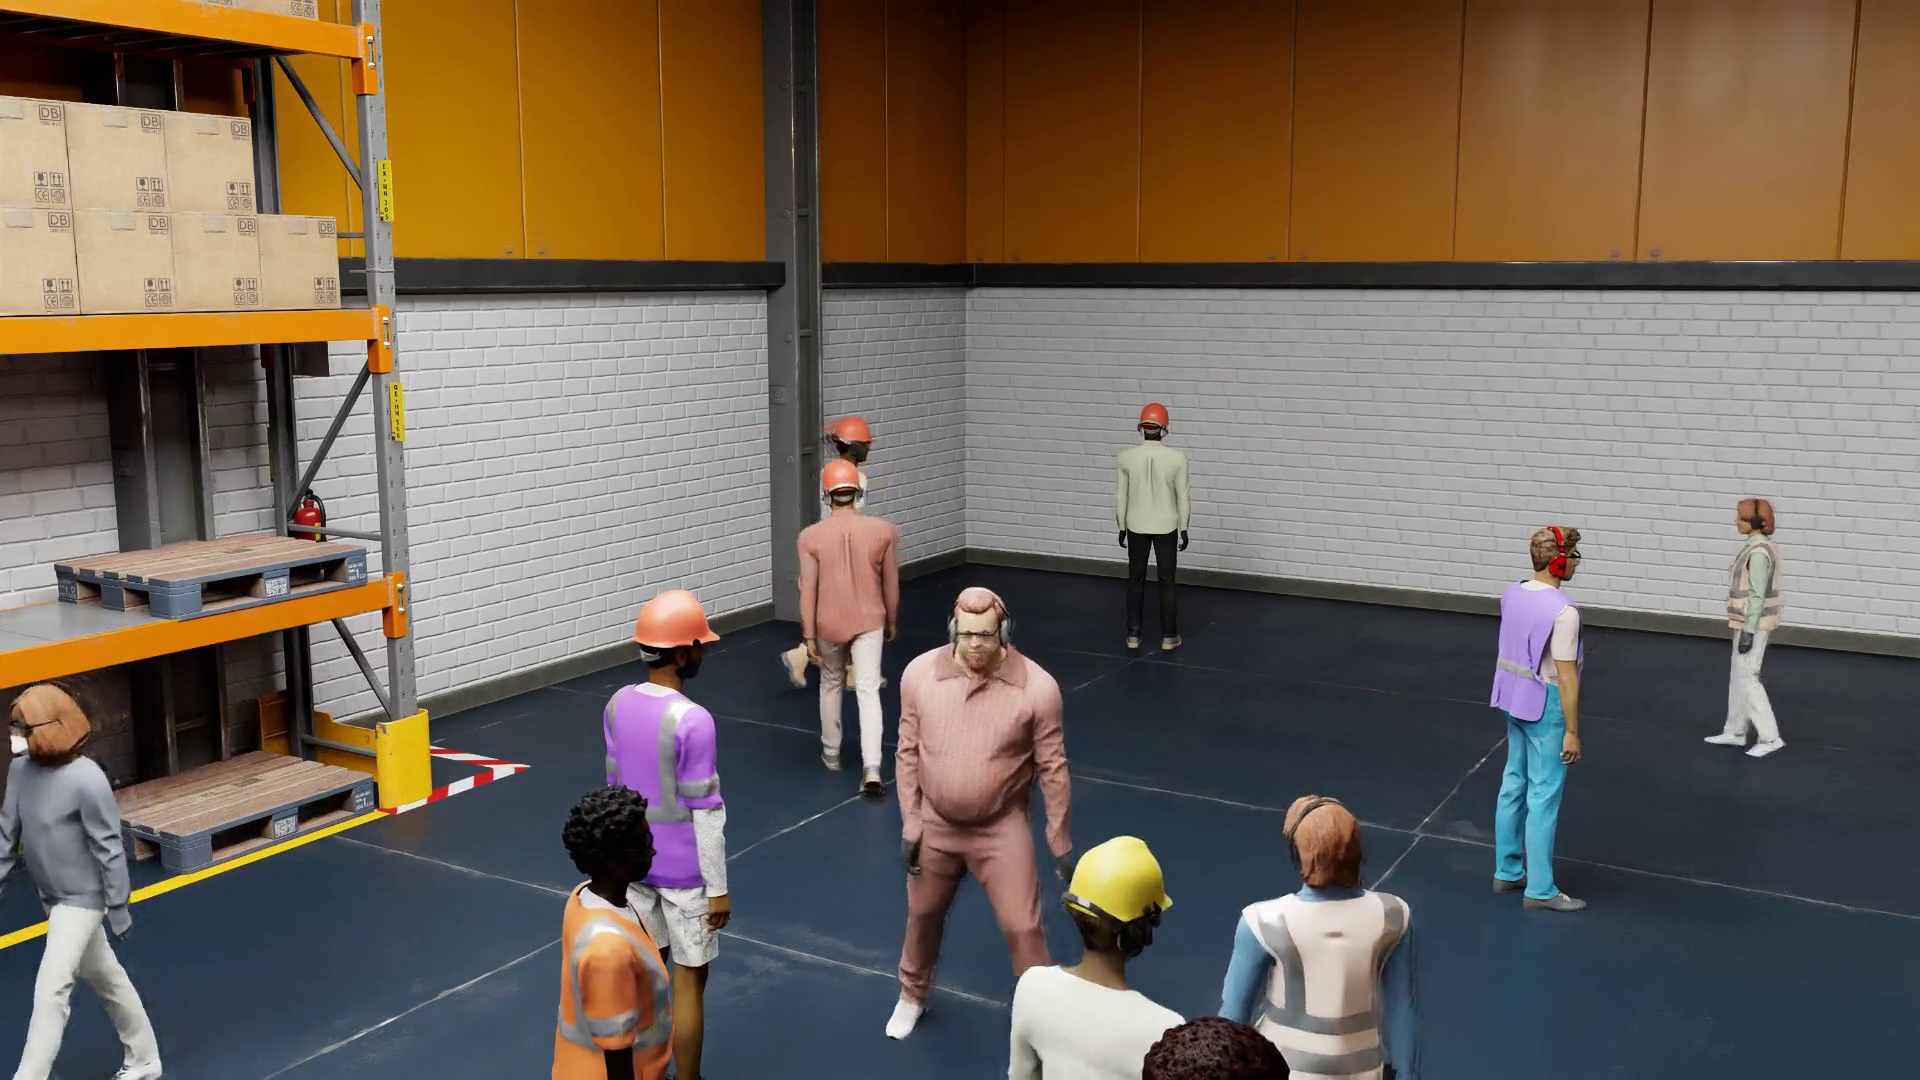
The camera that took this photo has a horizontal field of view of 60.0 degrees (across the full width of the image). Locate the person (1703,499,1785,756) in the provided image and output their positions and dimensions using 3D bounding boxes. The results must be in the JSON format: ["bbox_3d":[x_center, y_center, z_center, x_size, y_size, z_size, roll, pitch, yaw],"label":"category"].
[{"bbox_3d":[5.006,0.555,10.475,0.473,1.635,0.523,4,10,22],"label":"person"}]

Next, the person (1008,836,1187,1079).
[{"bbox_3d":[0.284,1.551,3.818,0.499,1.751,0.547,-8,12,-41],"label":"person"}]

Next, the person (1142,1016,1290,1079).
[{"bbox_3d":[0.351,1.664,2.618,0.393,1.919,0.589,-1,9,-6],"label":"person"}]

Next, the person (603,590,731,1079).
[{"bbox_3d":[-0.999,1.132,5.875,0.552,1.937,0.356,8,12,41],"label":"person"}]

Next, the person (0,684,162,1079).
[{"bbox_3d":[-3.236,1.306,5.861,0.501,1.593,0.842,7,11,35],"label":"person"}]

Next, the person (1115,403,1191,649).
[{"bbox_3d":[1.558,-0.108,13.435,0.611,1.995,0.375,2,9,14],"label":"person"}]

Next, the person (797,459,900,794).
[{"bbox_3d":[-0.644,0.497,9.834,0.618,1.952,1.026,-1,9,-8],"label":"person"}]

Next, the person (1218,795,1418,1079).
[{"bbox_3d":[0.980,1.492,4.676,0.538,1.585,0.851,-2,9,-10],"label":"person"}]

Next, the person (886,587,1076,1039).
[{"bbox_3d":[0.088,1.087,6.406,0.725,1.882,0.471,2,9,14],"label":"person"}]

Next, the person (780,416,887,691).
[{"bbox_3d":[-0.903,0.126,11.892,0.759,2.023,0.630,-4,10,-23],"label":"person"}]

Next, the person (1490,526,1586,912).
[{"bbox_3d":[2.760,0.846,7.948,0.387,1.846,0.566,-2,9,-14],"label":"person"}]

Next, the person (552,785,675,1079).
[{"bbox_3d":[-0.920,1.481,4.442,0.321,1.697,0.530,-3,10,-19],"label":"person"}]
